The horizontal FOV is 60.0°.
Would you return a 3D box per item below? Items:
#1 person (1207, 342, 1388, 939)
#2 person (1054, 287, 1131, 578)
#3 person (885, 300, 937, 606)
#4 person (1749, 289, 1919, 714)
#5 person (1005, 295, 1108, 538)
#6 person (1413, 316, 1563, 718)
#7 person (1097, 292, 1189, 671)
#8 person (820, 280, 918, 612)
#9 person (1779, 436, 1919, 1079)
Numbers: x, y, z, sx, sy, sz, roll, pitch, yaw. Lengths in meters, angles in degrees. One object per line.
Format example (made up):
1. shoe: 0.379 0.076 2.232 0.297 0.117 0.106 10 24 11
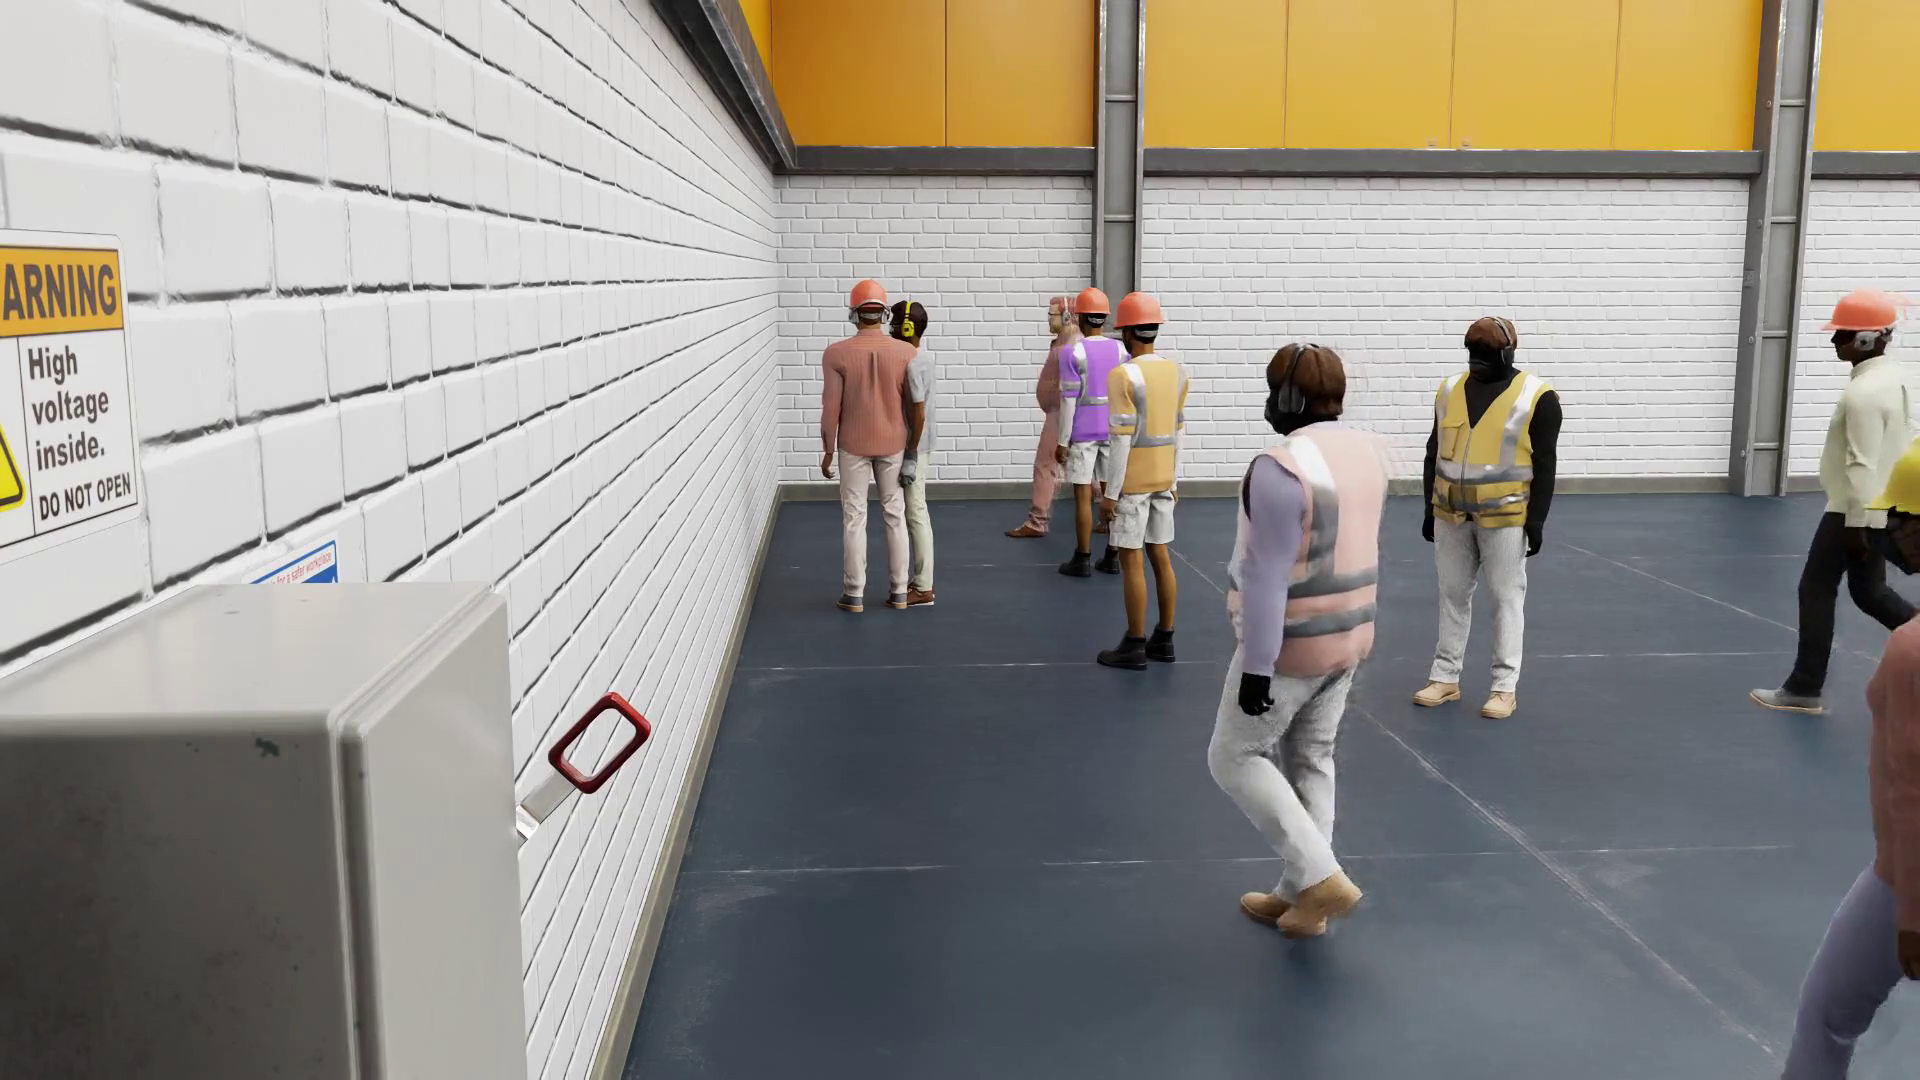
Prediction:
1. person: 1.018 0.322 5.007 0.442 1.826 0.650 8 12 41
2. person: 0.878 -0.715 11.168 0.543 1.939 0.360 -5 10 -28
3. person: -0.304 -0.522 10.203 0.315 1.860 0.534 1 9 3
4. person: 4.145 -0.142 7.497 0.849 1.967 0.625 8 12 42
5. person: 0.831 -0.947 12.823 0.888 1.876 0.647 1 9 7
6. person: 2.407 -0.105 7.668 0.621 1.836 0.429 8 12 42
7. person: 0.917 -0.300 8.571 0.552 1.934 0.363 -8 12 -43
8. person: -0.539 -0.562 10.037 0.624 1.990 0.396 -3 9 -16
9. person: 1.983 0.646 3.328 0.539 1.718 0.941 -6 11 -34
